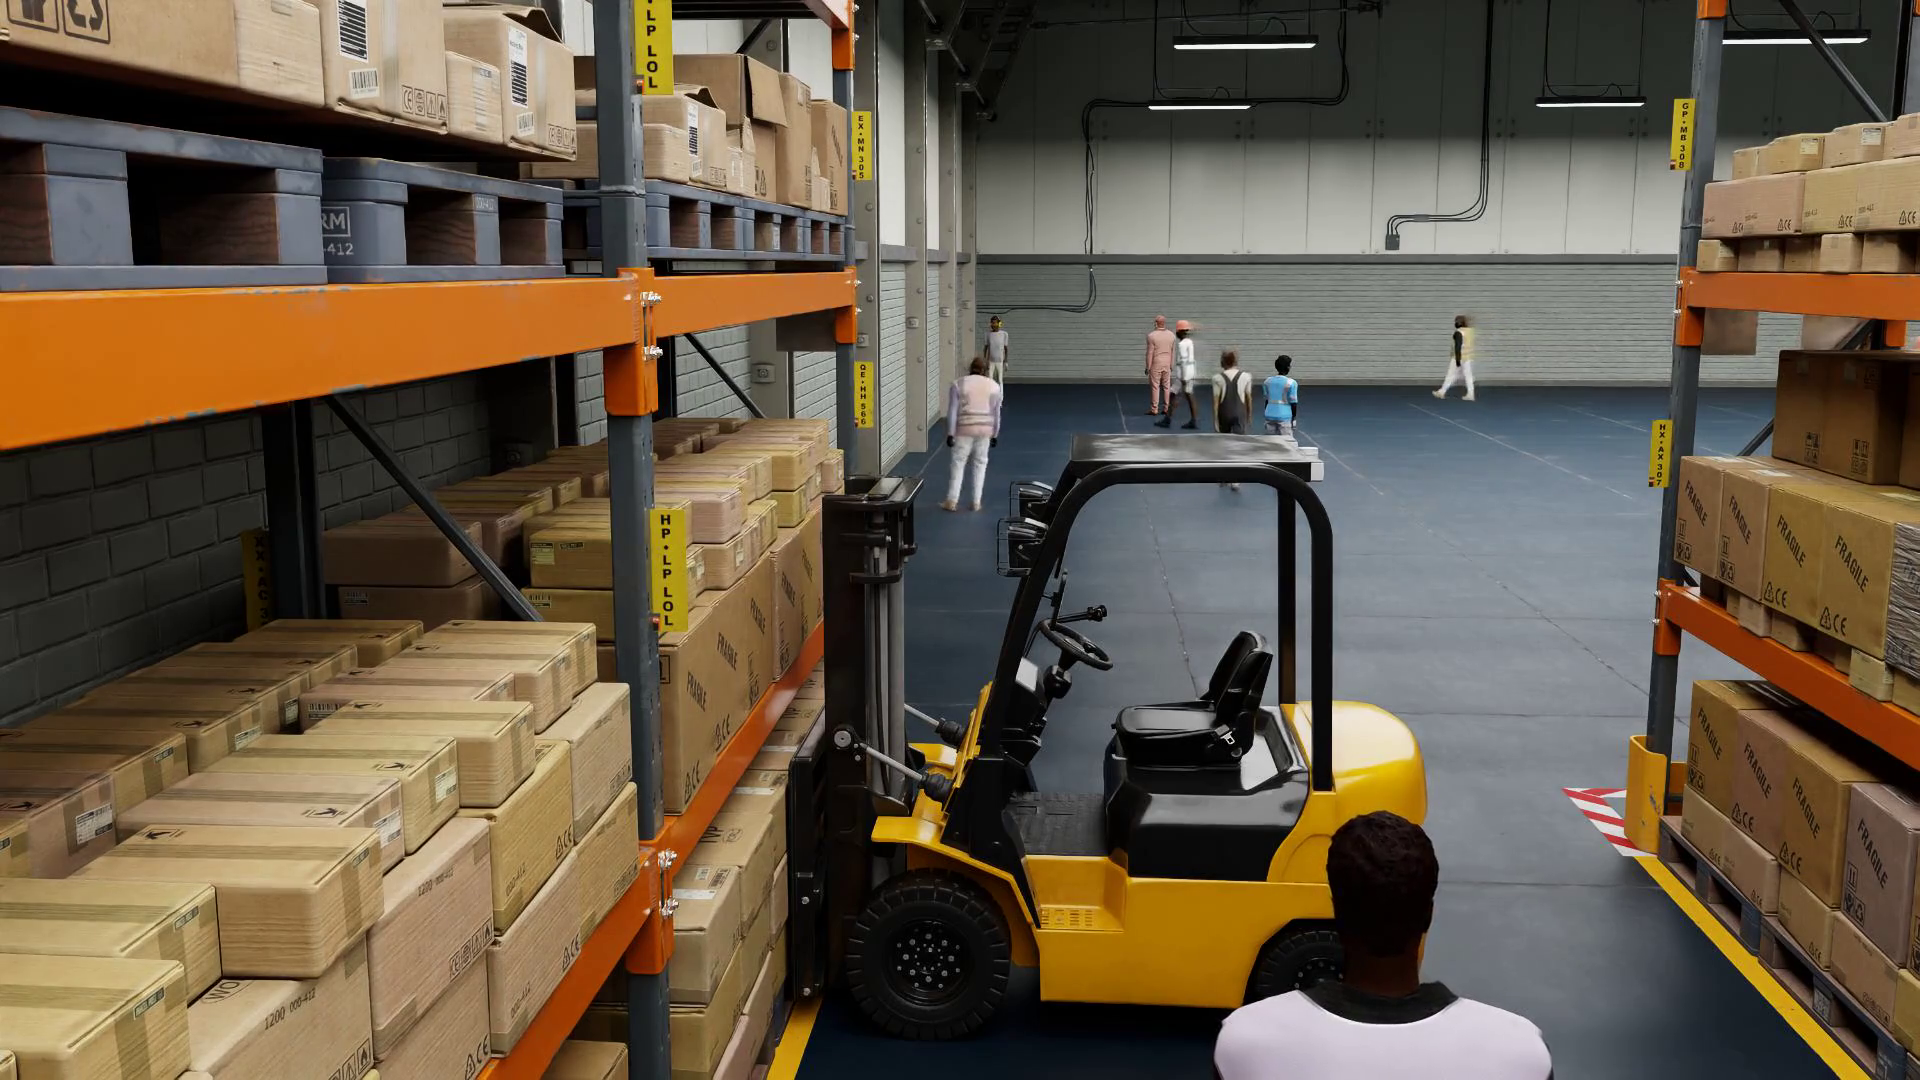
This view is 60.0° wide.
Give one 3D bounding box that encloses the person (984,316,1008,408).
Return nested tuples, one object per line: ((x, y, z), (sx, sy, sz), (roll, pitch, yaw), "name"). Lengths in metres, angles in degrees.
((0.720, -3.571, 33.414), (0.513, 1.866, 0.331), (1, 9, 6), "person")

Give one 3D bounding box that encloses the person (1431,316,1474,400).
((10.622, -3.890, 35.561), (0.974, 1.787, 0.643), (9, 13, 44), "person")

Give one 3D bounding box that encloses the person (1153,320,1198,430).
((3.805, -2.889, 29.164), (0.910, 1.896, 0.564), (5, 10, 26), "person")

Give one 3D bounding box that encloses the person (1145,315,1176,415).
((3.812, -3.339, 31.867), (0.641, 1.913, 0.407), (-5, 11, -28), "person")

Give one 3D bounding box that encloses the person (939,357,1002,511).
((0.142, -1.242, 19.511), (0.717, 1.801, 0.435), (-3, 10, -15), "person")

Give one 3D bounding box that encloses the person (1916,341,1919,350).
((12.452, -1.649, 21.469), (0.620, 1.954, 0.912), (0, 9, 3), "person")

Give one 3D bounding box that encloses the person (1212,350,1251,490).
((3.502, -1.560, 21.482), (0.521, 1.787, 1.027), (1, 9, 7), "person")

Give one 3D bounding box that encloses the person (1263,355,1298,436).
((4.244, -1.607, 22.048), (0.321, 1.689, 0.530), (-9, 13, -44), "person")

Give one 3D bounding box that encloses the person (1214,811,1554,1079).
((0.736, 1.427, 2.981), (0.590, 1.915, 0.392), (1, 9, 4), "person")
